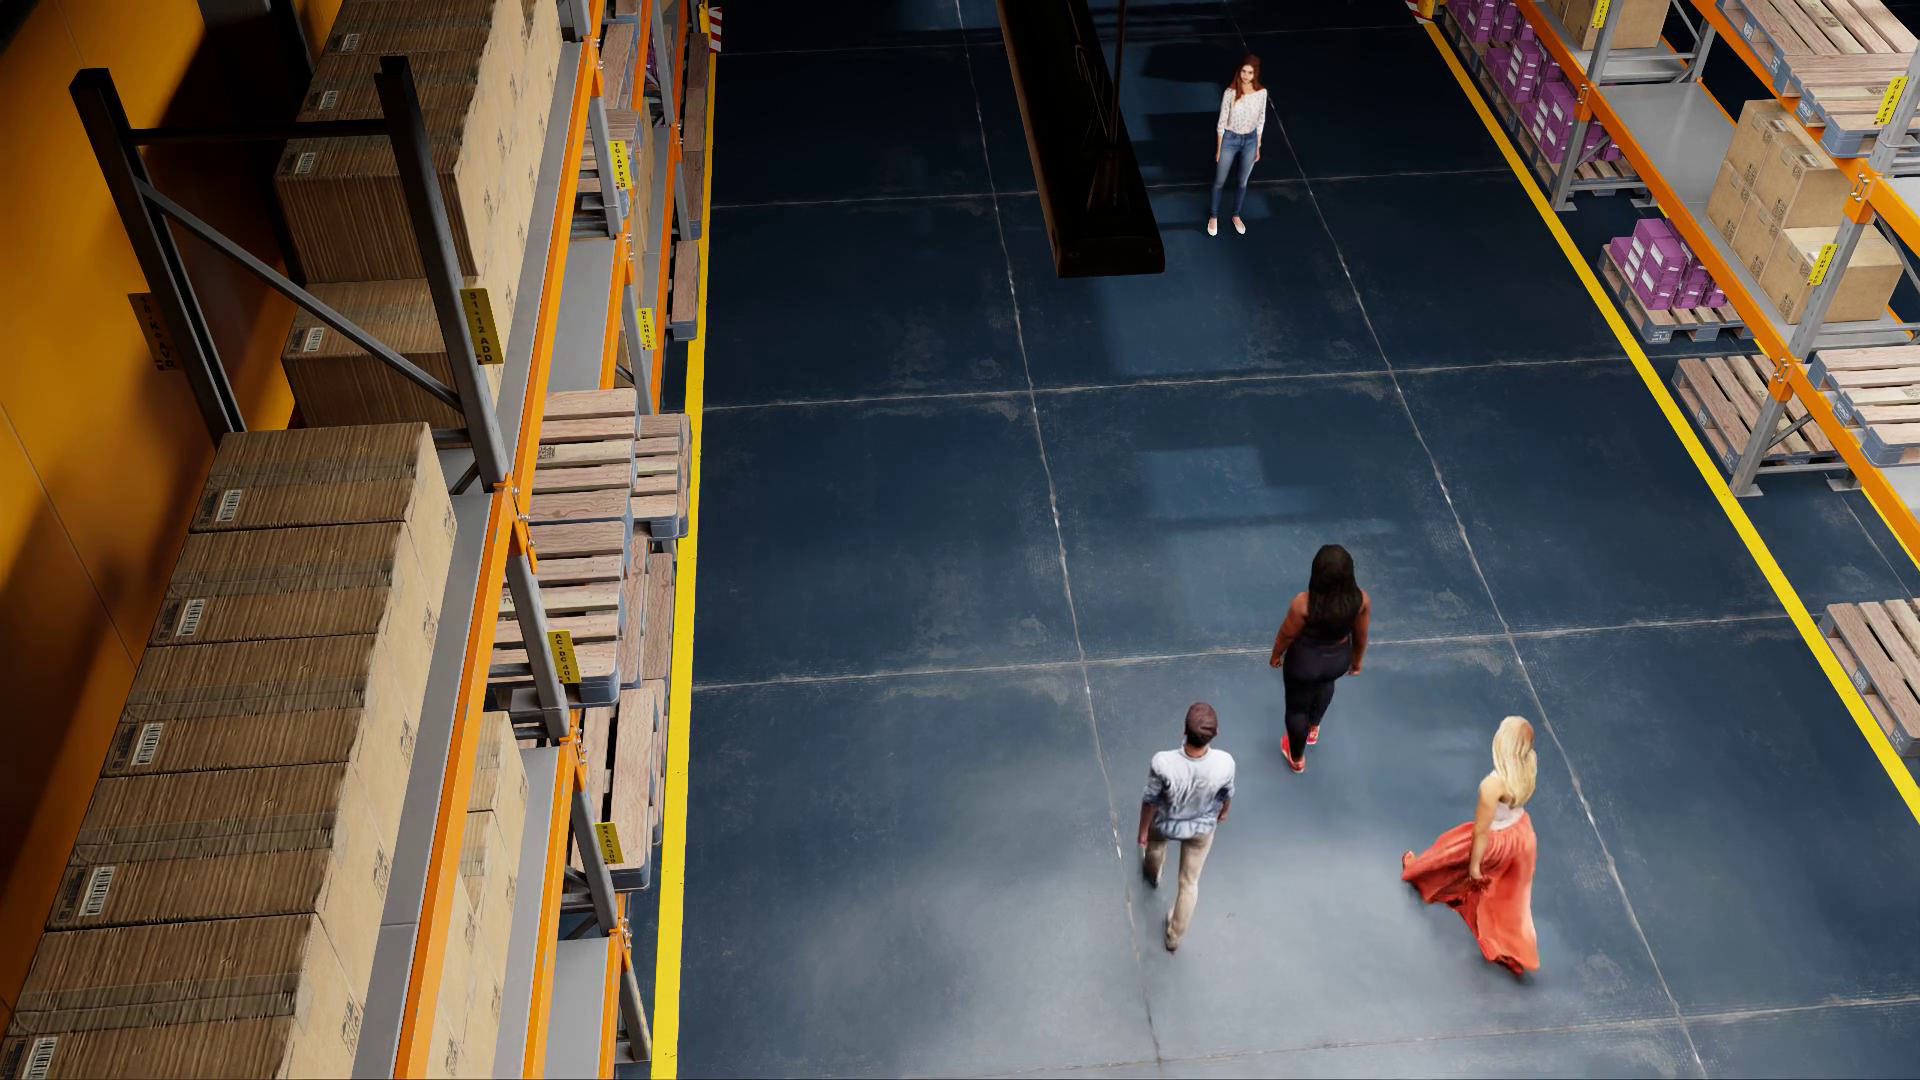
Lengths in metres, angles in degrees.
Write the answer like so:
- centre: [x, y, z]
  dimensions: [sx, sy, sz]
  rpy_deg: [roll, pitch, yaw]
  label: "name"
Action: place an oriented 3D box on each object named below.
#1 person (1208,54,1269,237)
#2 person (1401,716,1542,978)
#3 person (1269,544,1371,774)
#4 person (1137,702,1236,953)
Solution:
- centre: [2.466, -3.521, 14.755]
  dimensions: [0.571, 1.728, 0.497]
  rpy_deg: [-2, 44, -2]
  label: "person"
- centre: [3.039, 1.754, 9.206]
  dimensions: [1.065, 1.745, 1.326]
  rpy_deg: [-29, 51, -27]
  label: "person"
- centre: [2.210, 0.795, 10.173]
  dimensions: [0.685, 1.799, 0.668]
  rpy_deg: [-5, 44, -5]
  label: "person"
- centre: [1.241, 1.657, 9.250]
  dimensions: [0.754, 1.825, 0.983]
  rpy_deg: [2, 44, 2]
  label: "person"
